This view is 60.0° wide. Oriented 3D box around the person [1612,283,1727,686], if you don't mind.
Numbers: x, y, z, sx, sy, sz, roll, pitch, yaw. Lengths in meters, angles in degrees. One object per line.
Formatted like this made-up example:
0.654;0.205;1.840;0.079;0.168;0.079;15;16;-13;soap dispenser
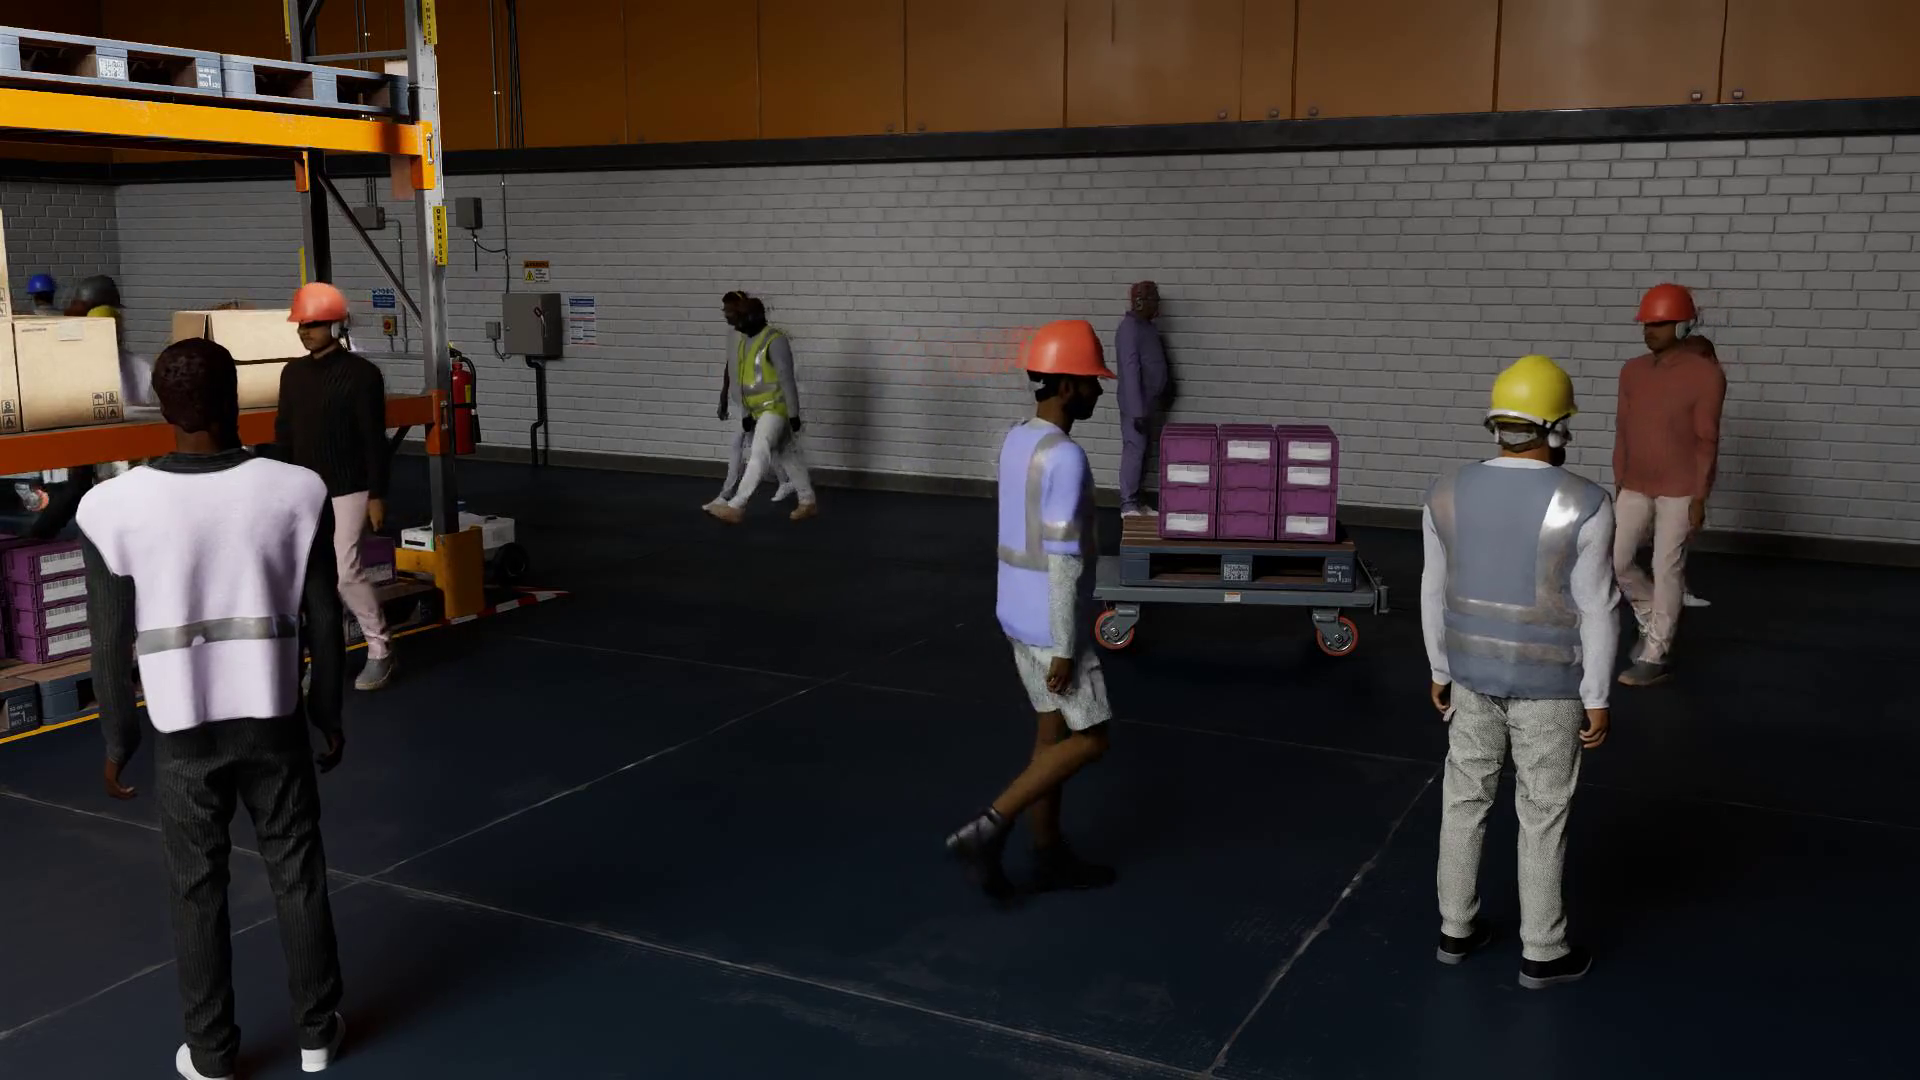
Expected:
3.451;-0.266;8.184;0.470;1.977;0.630;-6;11;-30;person

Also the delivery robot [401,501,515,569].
-3.164;-0.001;10.507;0.477;0.478;0.707;6;11;32;delivery robot

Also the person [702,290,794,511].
-1.753;-1.183;13.942;0.957;1.827;0.551;-7;12;-37;person

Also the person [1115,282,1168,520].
1.450;-1.081;13.183;0.394;1.903;0.703;4;10;20;person

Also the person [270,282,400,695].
-3.058;-0.241;8.019;0.641;1.988;0.464;5;11;28;person

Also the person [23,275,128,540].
-5.709;-0.759;10.867;0.685;2.000;0.949;7;12;34;person

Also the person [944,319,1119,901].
0.248;0.253;5.369;0.547;1.924;0.545;-3;10;-19;person

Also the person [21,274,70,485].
-8.451;-1.474;15.336;0.693;1.928;0.614;5;11;27;person

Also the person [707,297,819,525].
-1.548;-1.016;13.135;1.022;1.774;0.631;-5;11;-29;person

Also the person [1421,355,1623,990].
1.636;0.386;4.849;0.601;1.833;0.404;10;14;44;person

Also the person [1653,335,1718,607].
4.413;-0.422;10.088;0.270;1.636;0.507;1;10;4;person

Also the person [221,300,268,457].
-5.098;-0.753;11.527;0.875;1.811;0.636;-9;13;-42;person

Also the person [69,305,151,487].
-5.322;-0.564;10.431;0.427;1.803;0.628;4;10;20;person

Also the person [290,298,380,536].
-4.329;-0.733;11.188;0.588;1.871;0.997;6;12;33;person

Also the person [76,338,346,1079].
-1.853;0.456;4.202;0.589;1.915;0.399;-5;11;-27;person
